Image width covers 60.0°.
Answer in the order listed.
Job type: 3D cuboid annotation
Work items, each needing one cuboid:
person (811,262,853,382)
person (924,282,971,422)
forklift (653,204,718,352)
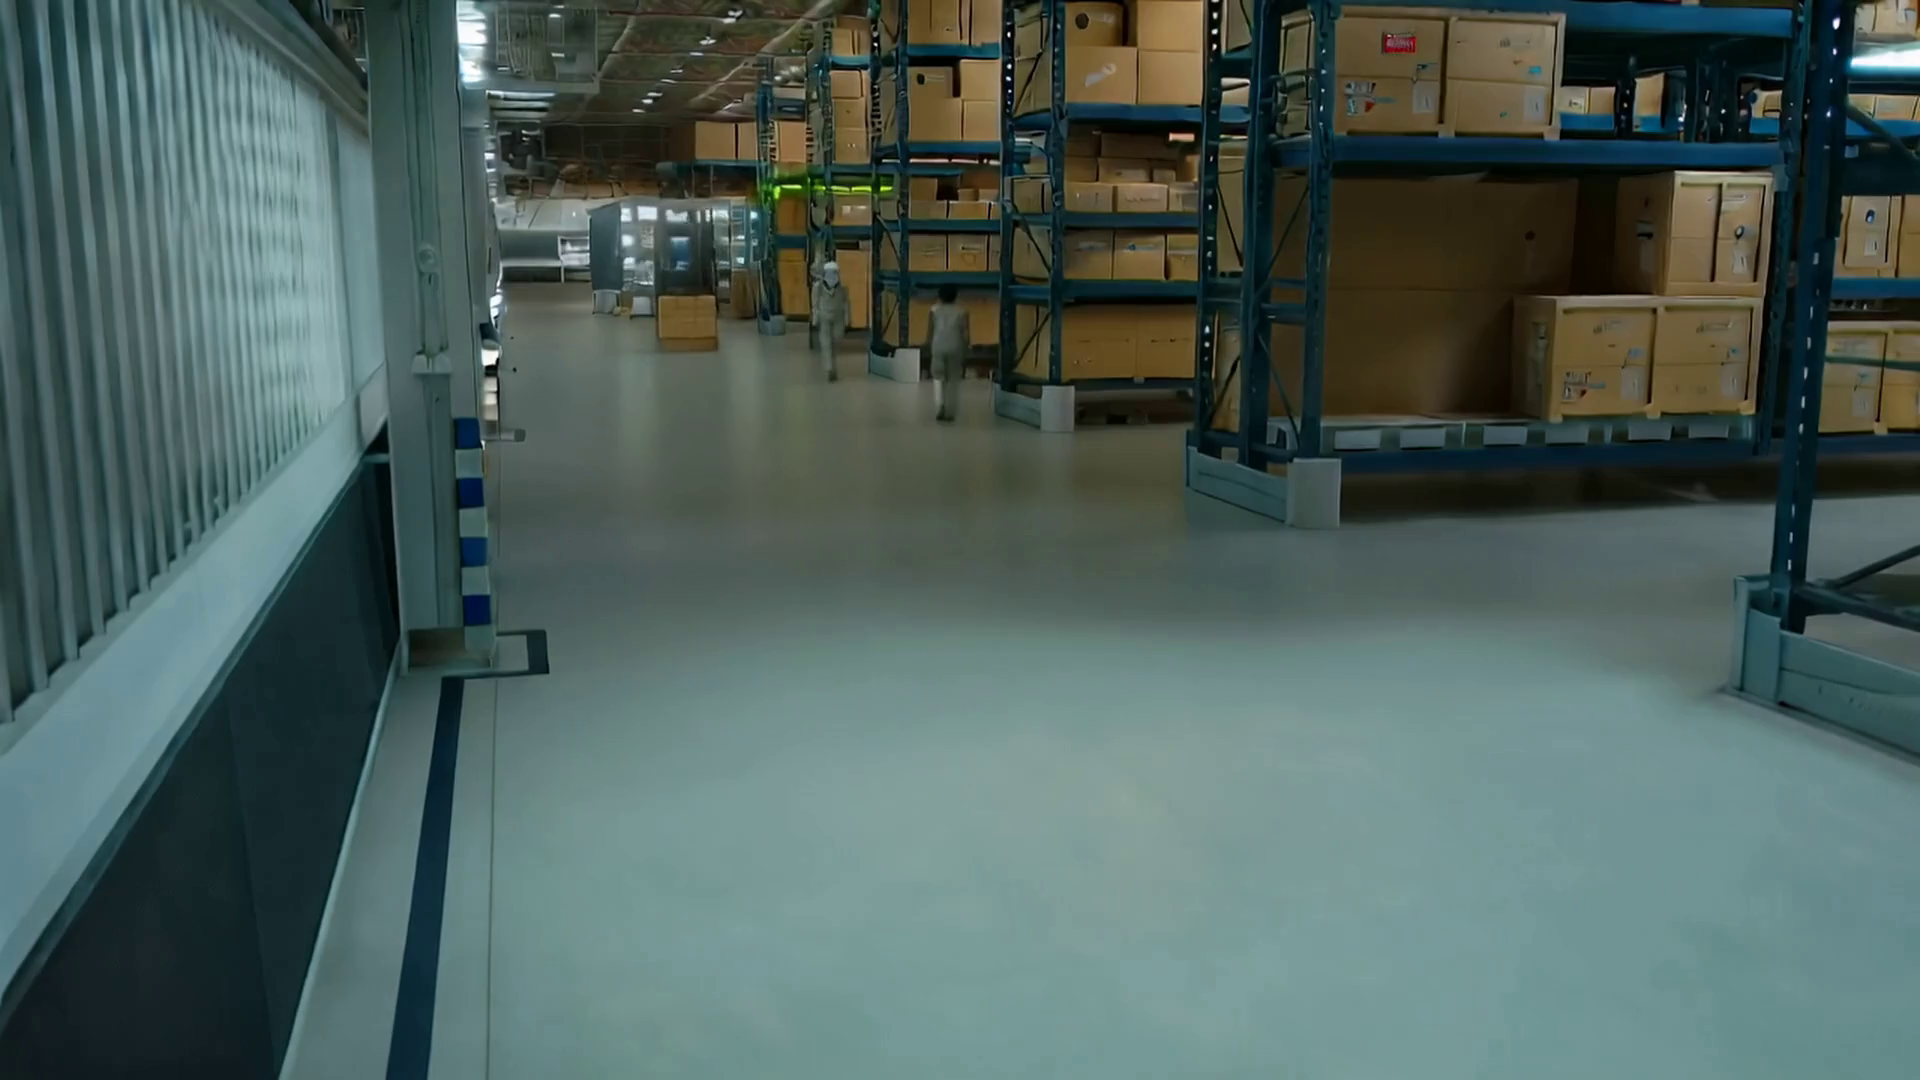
[{"bbox_3d":[-1.917,-3.268,24.994,0.607,1.777,0.986,-2,10,-14],"label":"person"},{"bbox_3d":[-0.147,-2.145,19.061,0.541,1.620,0.600,0,10,0],"label":"person"},{"bbox_3d":[-5.342,-5.085,32.168,1.129,2.768,1.873,-3,10,-15],"label":"forklift"}]
